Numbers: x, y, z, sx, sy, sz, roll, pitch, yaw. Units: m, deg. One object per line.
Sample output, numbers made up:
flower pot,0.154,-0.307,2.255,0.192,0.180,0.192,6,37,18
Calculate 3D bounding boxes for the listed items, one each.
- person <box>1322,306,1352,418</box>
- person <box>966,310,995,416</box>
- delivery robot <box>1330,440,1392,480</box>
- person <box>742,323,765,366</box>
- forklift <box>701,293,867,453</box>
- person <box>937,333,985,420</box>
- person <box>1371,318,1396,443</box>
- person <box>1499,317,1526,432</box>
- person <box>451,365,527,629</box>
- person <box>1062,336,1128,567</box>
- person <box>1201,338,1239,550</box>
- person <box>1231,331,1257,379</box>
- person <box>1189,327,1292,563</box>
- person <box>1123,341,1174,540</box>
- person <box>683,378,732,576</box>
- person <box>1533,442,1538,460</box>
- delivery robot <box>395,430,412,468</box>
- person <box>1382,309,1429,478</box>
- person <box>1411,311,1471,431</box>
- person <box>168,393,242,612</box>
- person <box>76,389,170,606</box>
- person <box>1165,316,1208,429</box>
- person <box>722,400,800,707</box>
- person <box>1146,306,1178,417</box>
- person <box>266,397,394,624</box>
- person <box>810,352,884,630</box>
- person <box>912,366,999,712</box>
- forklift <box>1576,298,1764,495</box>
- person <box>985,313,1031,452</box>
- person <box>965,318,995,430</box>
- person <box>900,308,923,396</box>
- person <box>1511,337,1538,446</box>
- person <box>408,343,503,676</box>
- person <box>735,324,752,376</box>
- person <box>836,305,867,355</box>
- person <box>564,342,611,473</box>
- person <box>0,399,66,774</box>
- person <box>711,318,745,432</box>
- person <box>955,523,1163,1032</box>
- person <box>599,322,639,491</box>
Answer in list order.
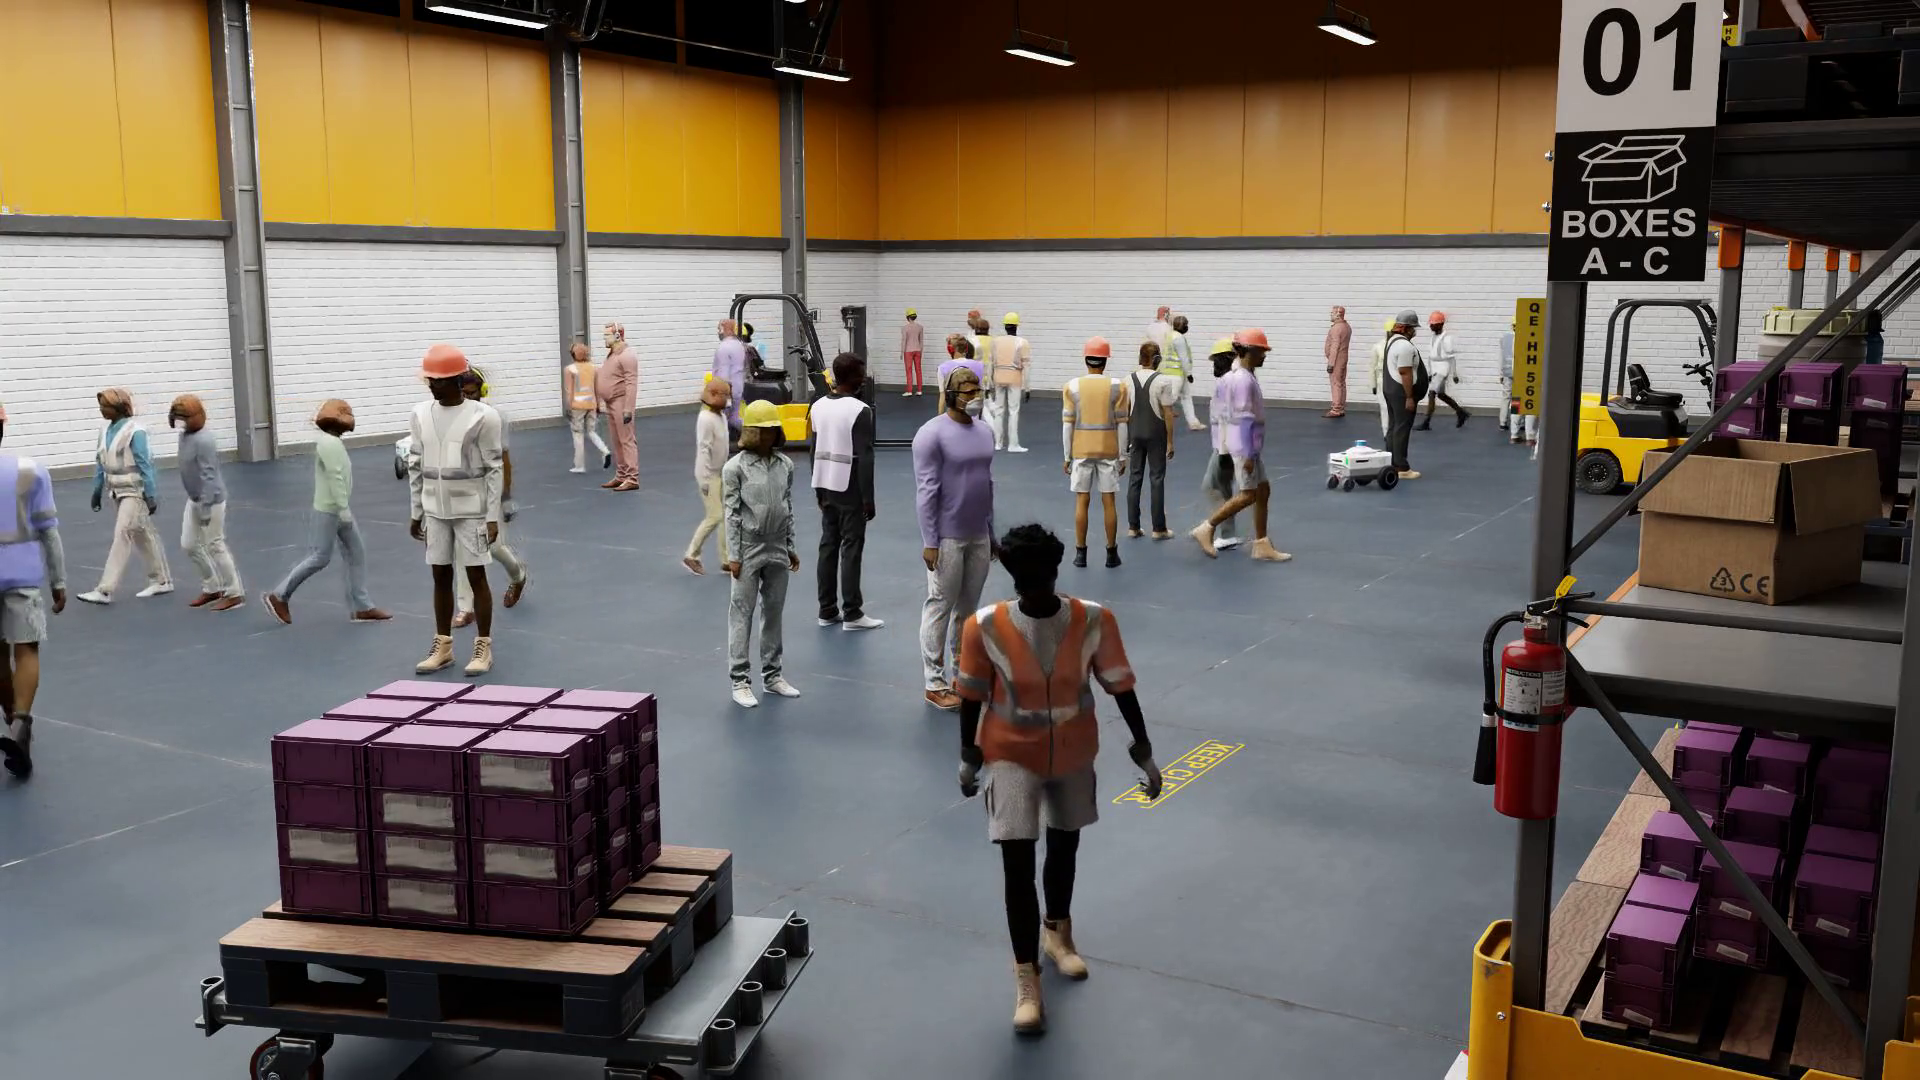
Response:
person,6.429,-3.044,28.426,0.407,1.913,0.641,6,11,31
person,0.256,-2.975,28.226,0.939,1.847,0.584,-3,9,-16
delivery robot,4.557,-0.891,18.914,0.707,0.478,0.477,-5,10,-27
person,-3.389,-2.685,26.918,0.530,1.673,0.743,1,9,6
forklift,-2.458,-2.344,23.176,2.313,2.155,1.214,0,9,-2
person,0.007,-1.220,17.266,0.563,1.838,0.389,-6,11,-34
person,6.266,-2.323,24.225,0.589,1.815,0.660,-1,9,-5
person,8.657,-2.587,25.861,0.403,1.825,0.594,-8,12,-42
person,-3.379,-0.333,11.778,0.552,1.835,0.813,2,9,11
person,1.127,-0.733,13.917,0.547,1.938,0.378,1,9,7
person,2.341,-0.832,14.707,0.403,1.890,0.651,3,10,18
person,4.088,-2.255,24.408,0.645,1.616,0.521,-7,12,-38
person,2.416,-0.795,14.088,0.776,2.003,0.630,2,9,13
person,1.740,-0.913,15.351,0.504,1.840,0.345,5,11,30
person,-1.974,-0.508,13.484,0.472,1.615,0.546,2,9,12
person,8.013,-1.953,21.854,0.976,1.834,0.590,-1,9,-3
delivery robot,-6.612,-1.084,20.119,0.477,0.478,0.707,-4,10,-26
person,5.370,-1.768,20.057,0.537,2.000,0.682,0,9,-1
person,7.592,-2.649,26.061,0.984,1.892,0.547,-2,9,-11
person,-5.440,-0.266,12.006,0.515,1.604,0.468,8,12,40
person,-6.277,-0.314,12.355,0.547,1.597,0.839,6,11,34
person,3.419,-2.604,26.042,0.821,1.819,0.631,0,9,1
person,-1.123,0.069,9.518,0.484,1.744,0.295,-9,13,-44
person,3.476,-3.046,28.460,0.410,1.905,0.641,-6,11,-35
person,-4.451,-0.203,11.651,0.780,1.594,0.524,-2,9,-10
person,-0.811,-0.334,11.494,0.389,1.916,0.590,-8,12,-42
person,-0.002,-0.015,9.432,0.371,1.941,0.627,8,12,39
forklift,7.954,-1.589,18.462,2.313,2.155,1.214,5,11,30
person,0.681,-2.163,22.980,0.659,1.902,0.557,3,10,19
person,0.341,-2.346,24.391,0.628,1.813,0.831,-8,12,-41
person,-0.967,-3.757,33.328,0.522,1.768,0.312,-6,11,-35
person,8.172,-2.317,23.839,0.372,1.931,0.632,-5,10,-27
person,-3.089,-0.177,10.144,0.605,2.036,0.393,2,9,13
person,-3.171,-2.334,24.578,0.887,1.727,0.527,-7,11,-36
person,-1.826,-3.028,28.287,0.604,1.931,0.928,5,10,27
person,-4.581,-1.610,20.373,0.496,1.621,0.519,7,11,37
person,-4.776,0.195,8.273,0.554,1.901,0.933,-4,10,-25
person,-2.988,-1.983,21.929,0.774,1.879,0.652,2,9,15
person,0.326,0.751,5.528,0.657,1.640,0.751,-2,9,-11
person,-3.881,-1.509,18.860,0.401,1.906,0.650,-5,11,-30
